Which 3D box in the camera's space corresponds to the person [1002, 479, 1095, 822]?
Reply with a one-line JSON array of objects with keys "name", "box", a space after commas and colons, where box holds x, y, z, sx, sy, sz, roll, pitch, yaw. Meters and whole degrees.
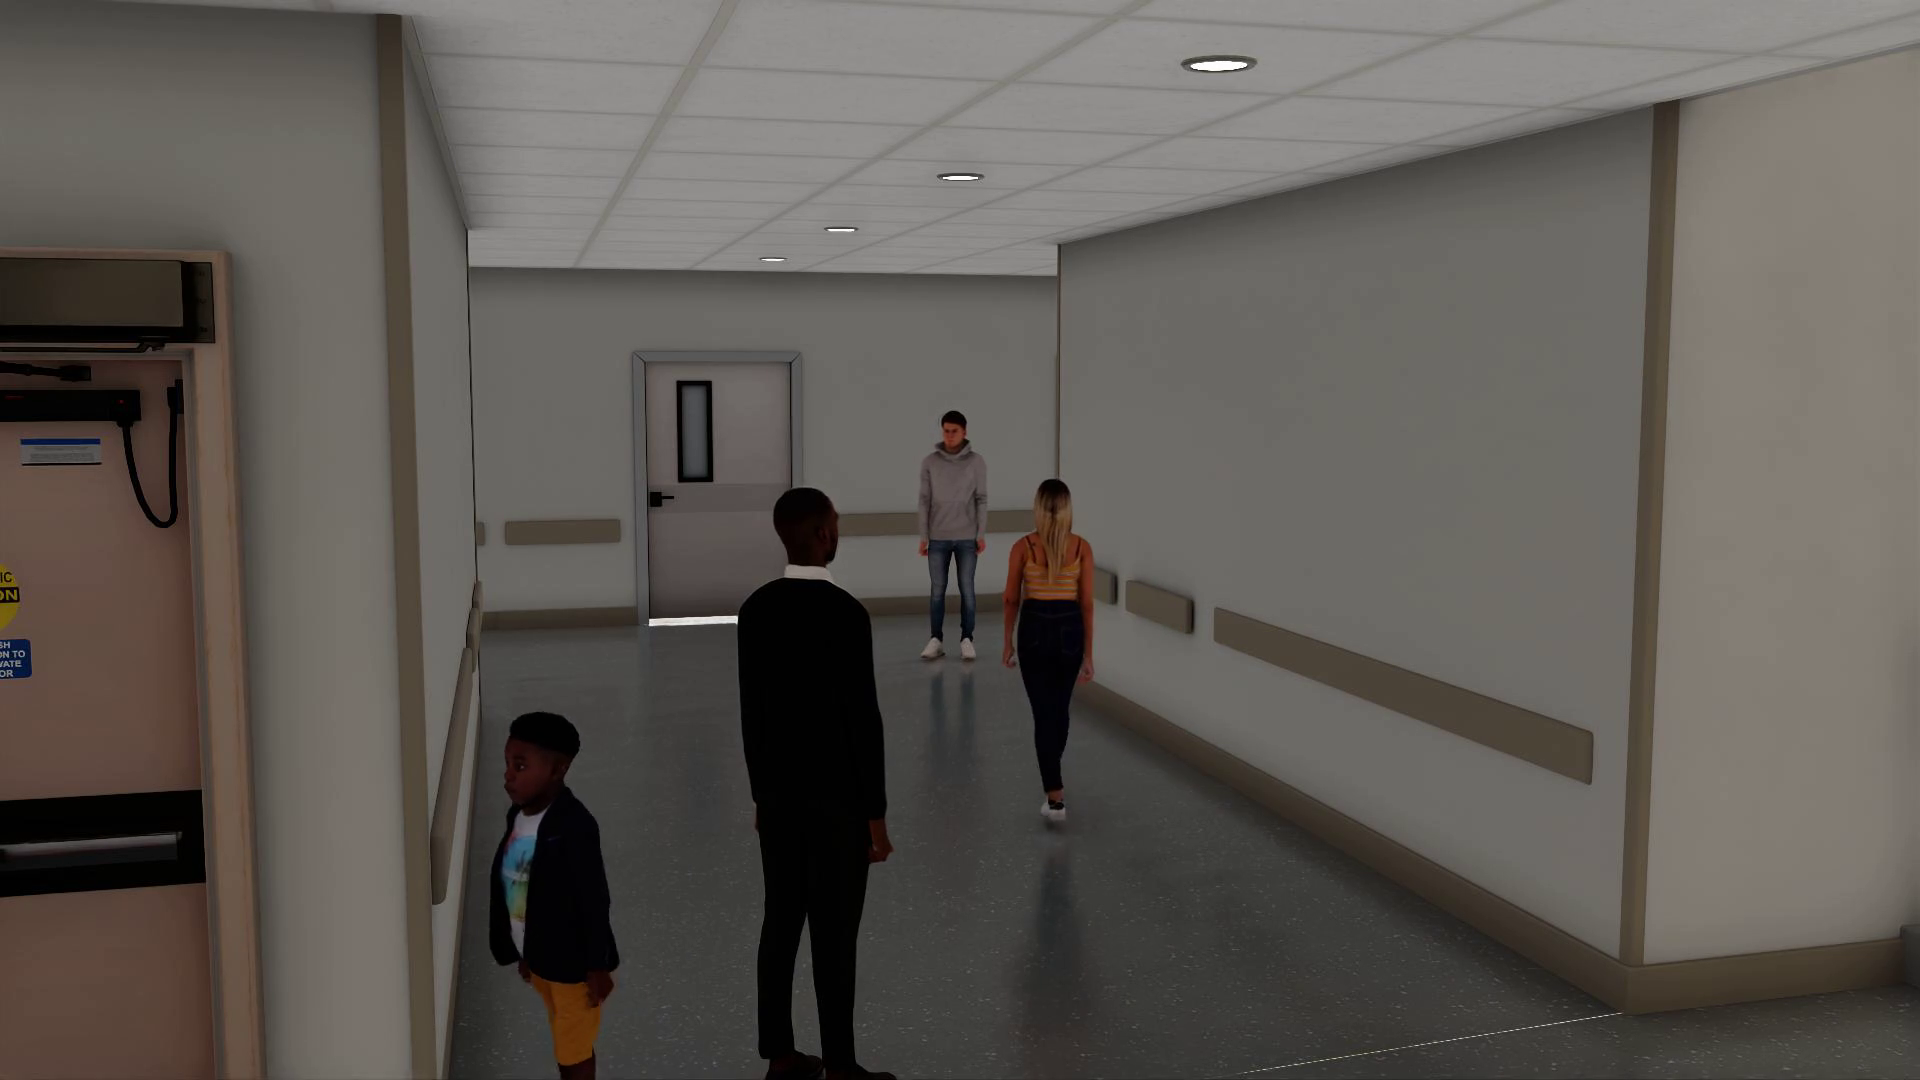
[{"name": "person", "box": [0.438, 0.549, 7.894, 1.080, 1.583, 0.728, -1, 6, -7]}]

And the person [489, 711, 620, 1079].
[{"name": "person", "box": [-1.018, 1.061, 4.414, 0.691, 1.261, 0.640, -5, 8, -42]}]

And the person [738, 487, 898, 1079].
[{"name": "person", "box": [-0.438, 0.745, 4.819, 0.707, 1.810, 0.761, 4, 7, 31]}]

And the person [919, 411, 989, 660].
[{"name": "person", "box": [-0.041, -0.038, 12.386, 0.660, 1.853, 0.807, 1, 6, 7]}]
